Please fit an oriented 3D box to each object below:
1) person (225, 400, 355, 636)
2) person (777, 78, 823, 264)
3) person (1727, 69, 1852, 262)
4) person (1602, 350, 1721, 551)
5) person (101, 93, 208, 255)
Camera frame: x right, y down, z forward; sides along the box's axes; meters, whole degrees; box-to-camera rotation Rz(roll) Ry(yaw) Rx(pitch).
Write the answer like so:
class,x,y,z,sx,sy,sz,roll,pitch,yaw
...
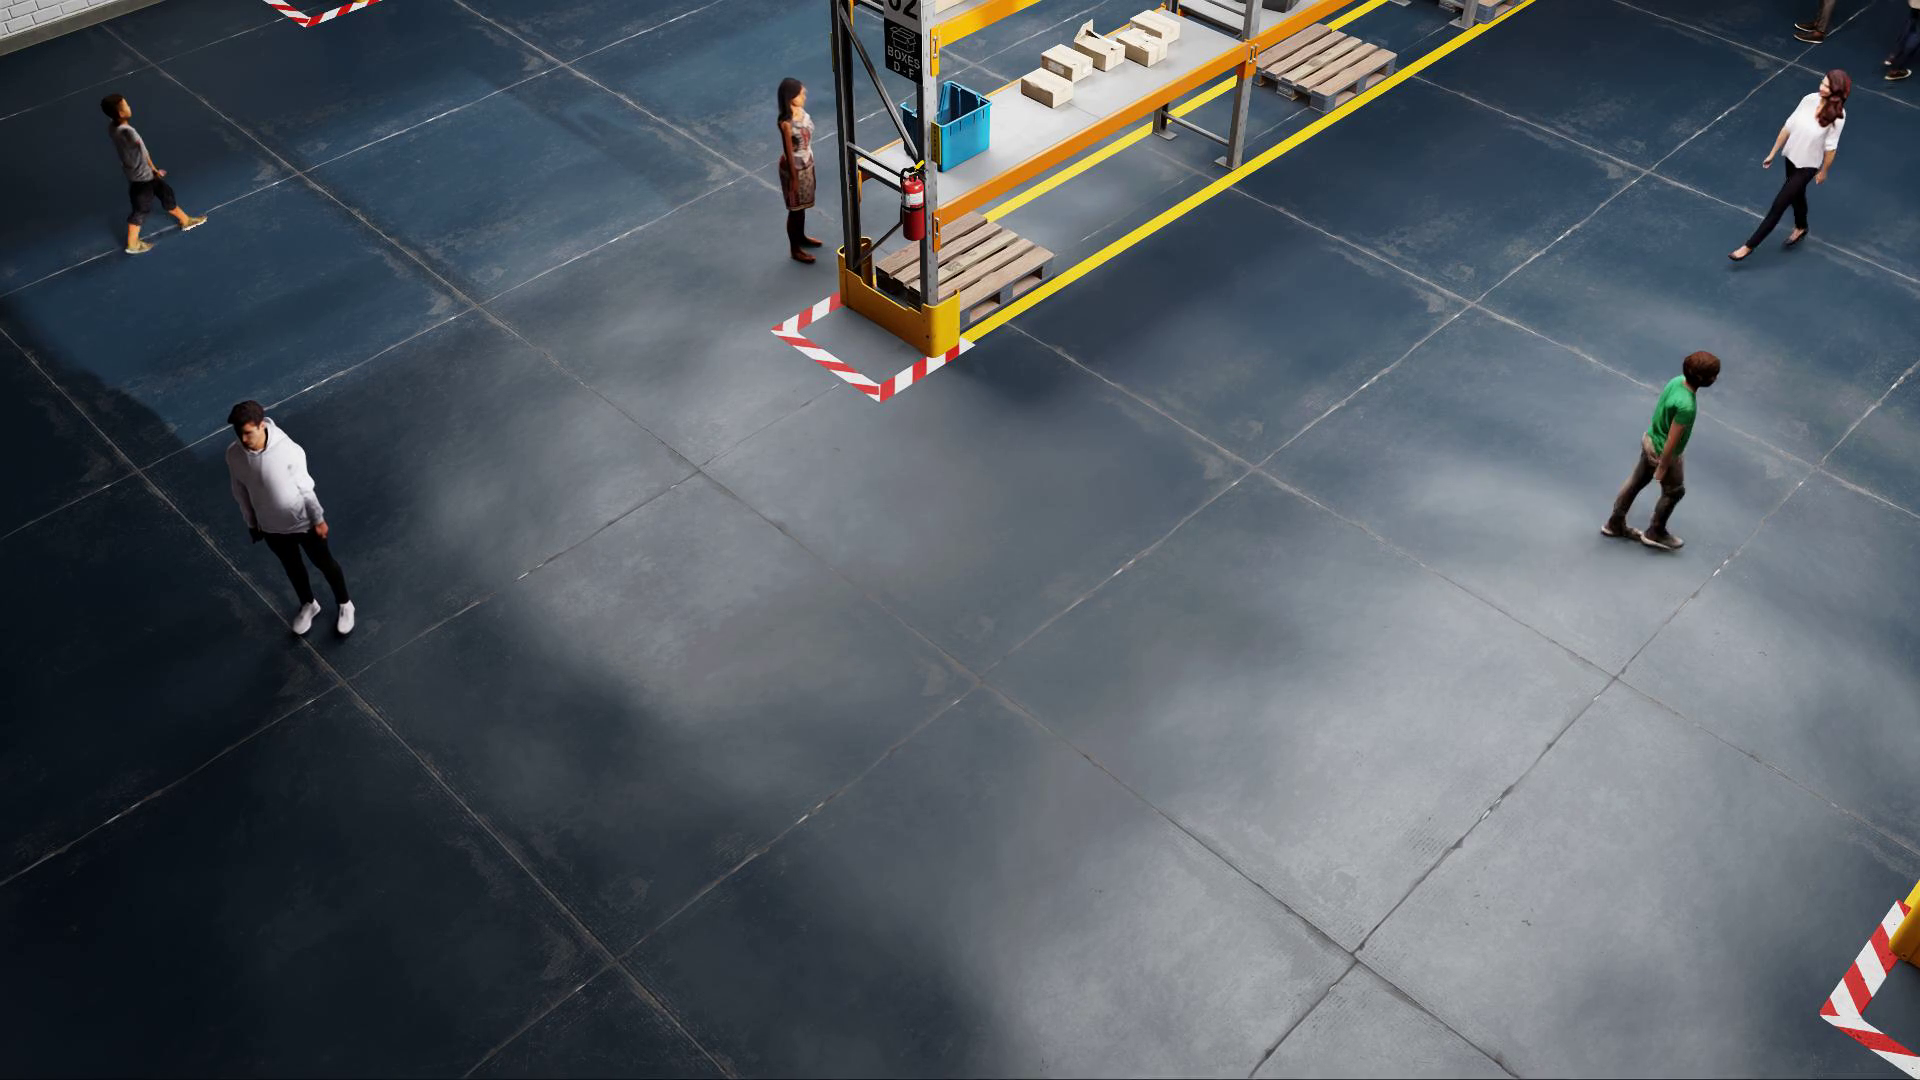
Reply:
class,x,y,z,sx,sy,sz,roll,pitch,yaw
person,-4.359,-0.161,10.790,0.749,1.926,0.820,-2,44,-2
person,-1.393,-3.165,14.148,0.784,1.645,0.674,7,44,8
person,7.186,-3.165,14.084,1.220,1.733,0.929,-14,45,-15
person,4.772,-0.635,11.496,0.897,1.640,0.862,8,44,8
person,-7.133,-3.171,14.316,0.601,1.422,1.004,31,52,29
